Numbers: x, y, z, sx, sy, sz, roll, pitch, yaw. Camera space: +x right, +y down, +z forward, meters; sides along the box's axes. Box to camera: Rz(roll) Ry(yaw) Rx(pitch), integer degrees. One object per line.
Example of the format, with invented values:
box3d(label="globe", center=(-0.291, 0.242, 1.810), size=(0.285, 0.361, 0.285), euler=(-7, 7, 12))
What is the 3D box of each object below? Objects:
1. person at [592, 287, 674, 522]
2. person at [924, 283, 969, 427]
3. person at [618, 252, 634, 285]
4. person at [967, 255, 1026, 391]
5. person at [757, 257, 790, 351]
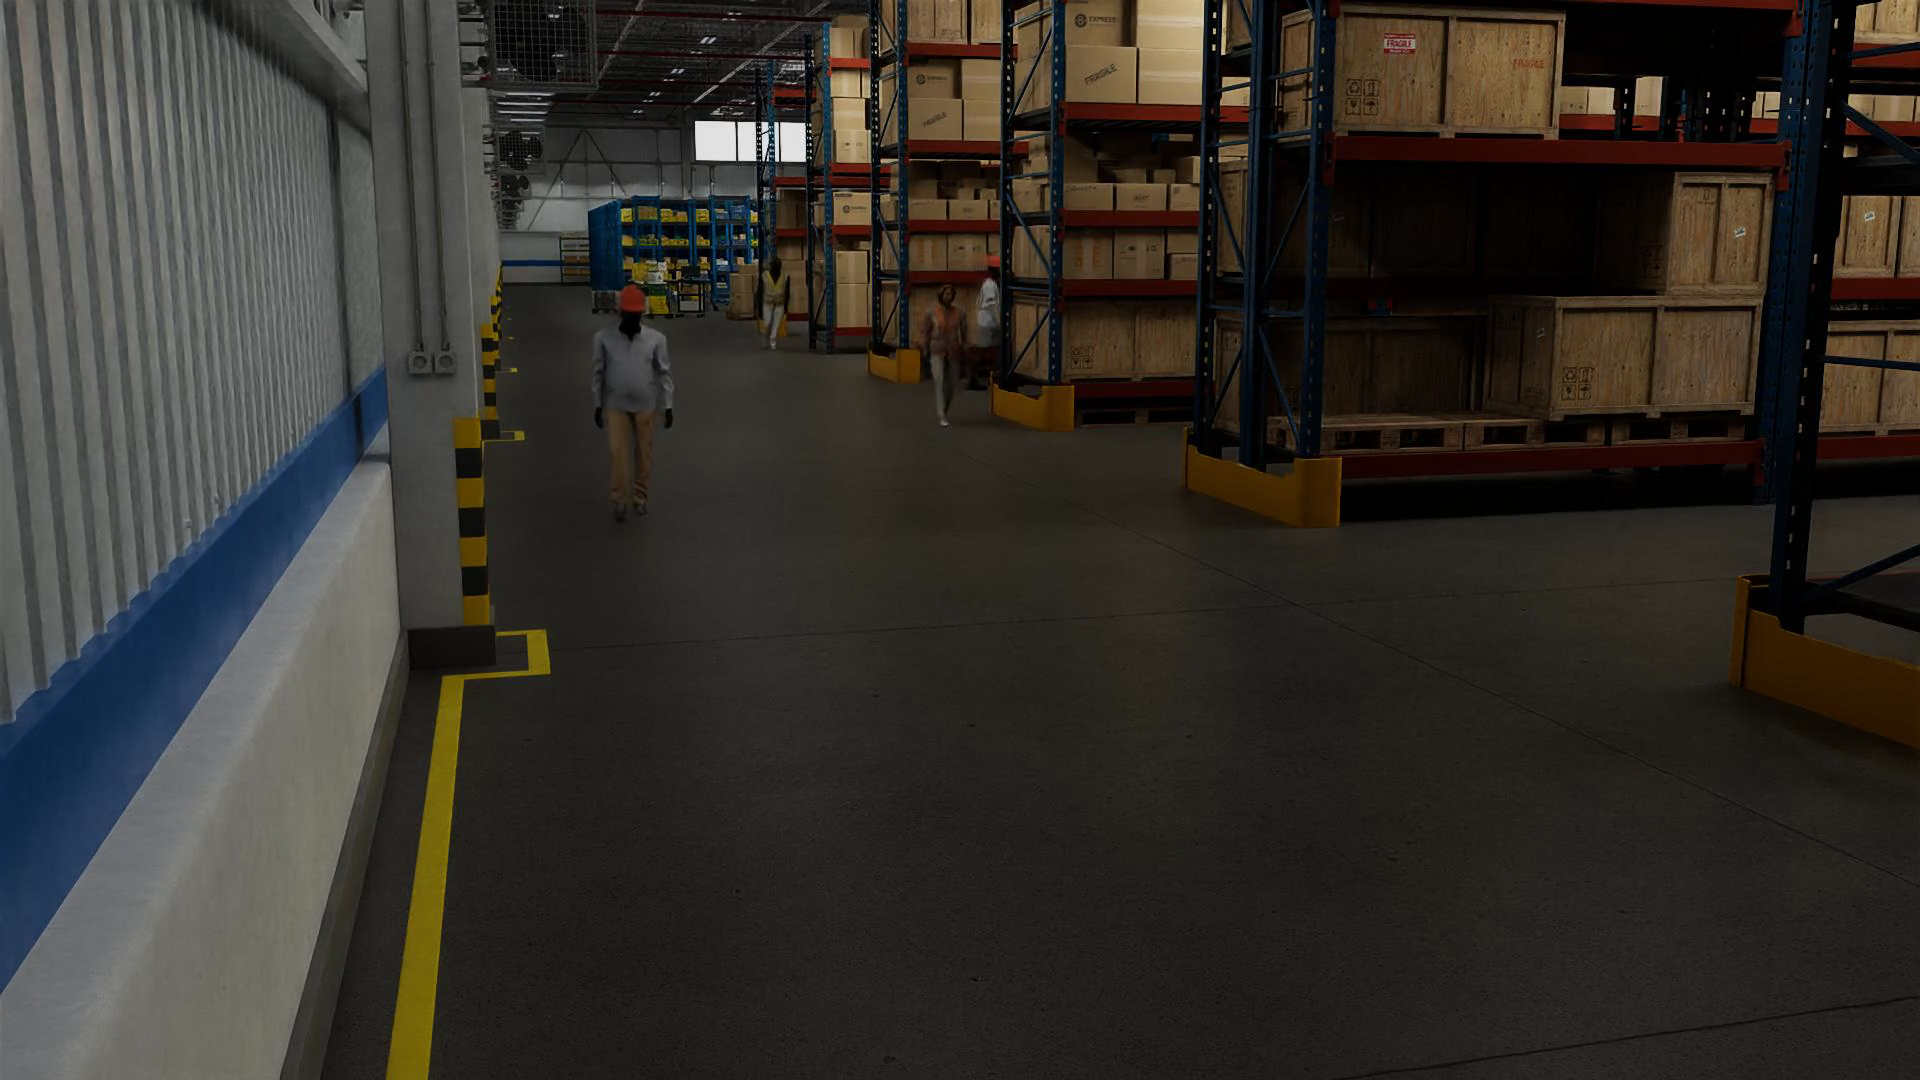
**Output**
box3d(label="person", center=(-2.416, -1.000, 12.303), size=(0.590, 1.715, 0.738), euler=(-2, 10, -13))
box3d(label="person", center=(-0.177, -2.110, 18.904), size=(0.525, 1.624, 0.596), euler=(-2, 10, -13))
box3d(label="person", center=(-11.541, -9.041, 57.505), size=(0.567, 1.841, 0.377), euler=(-7, 12, -34))
box3d(label="person", center=(0.534, -3.024, 23.301), size=(0.957, 1.892, 0.570), euler=(2, 10, 12))
box3d(label="person", center=(-3.608, -4.575, 32.305), size=(0.634, 1.812, 0.433), euler=(-3, 10, -15))
